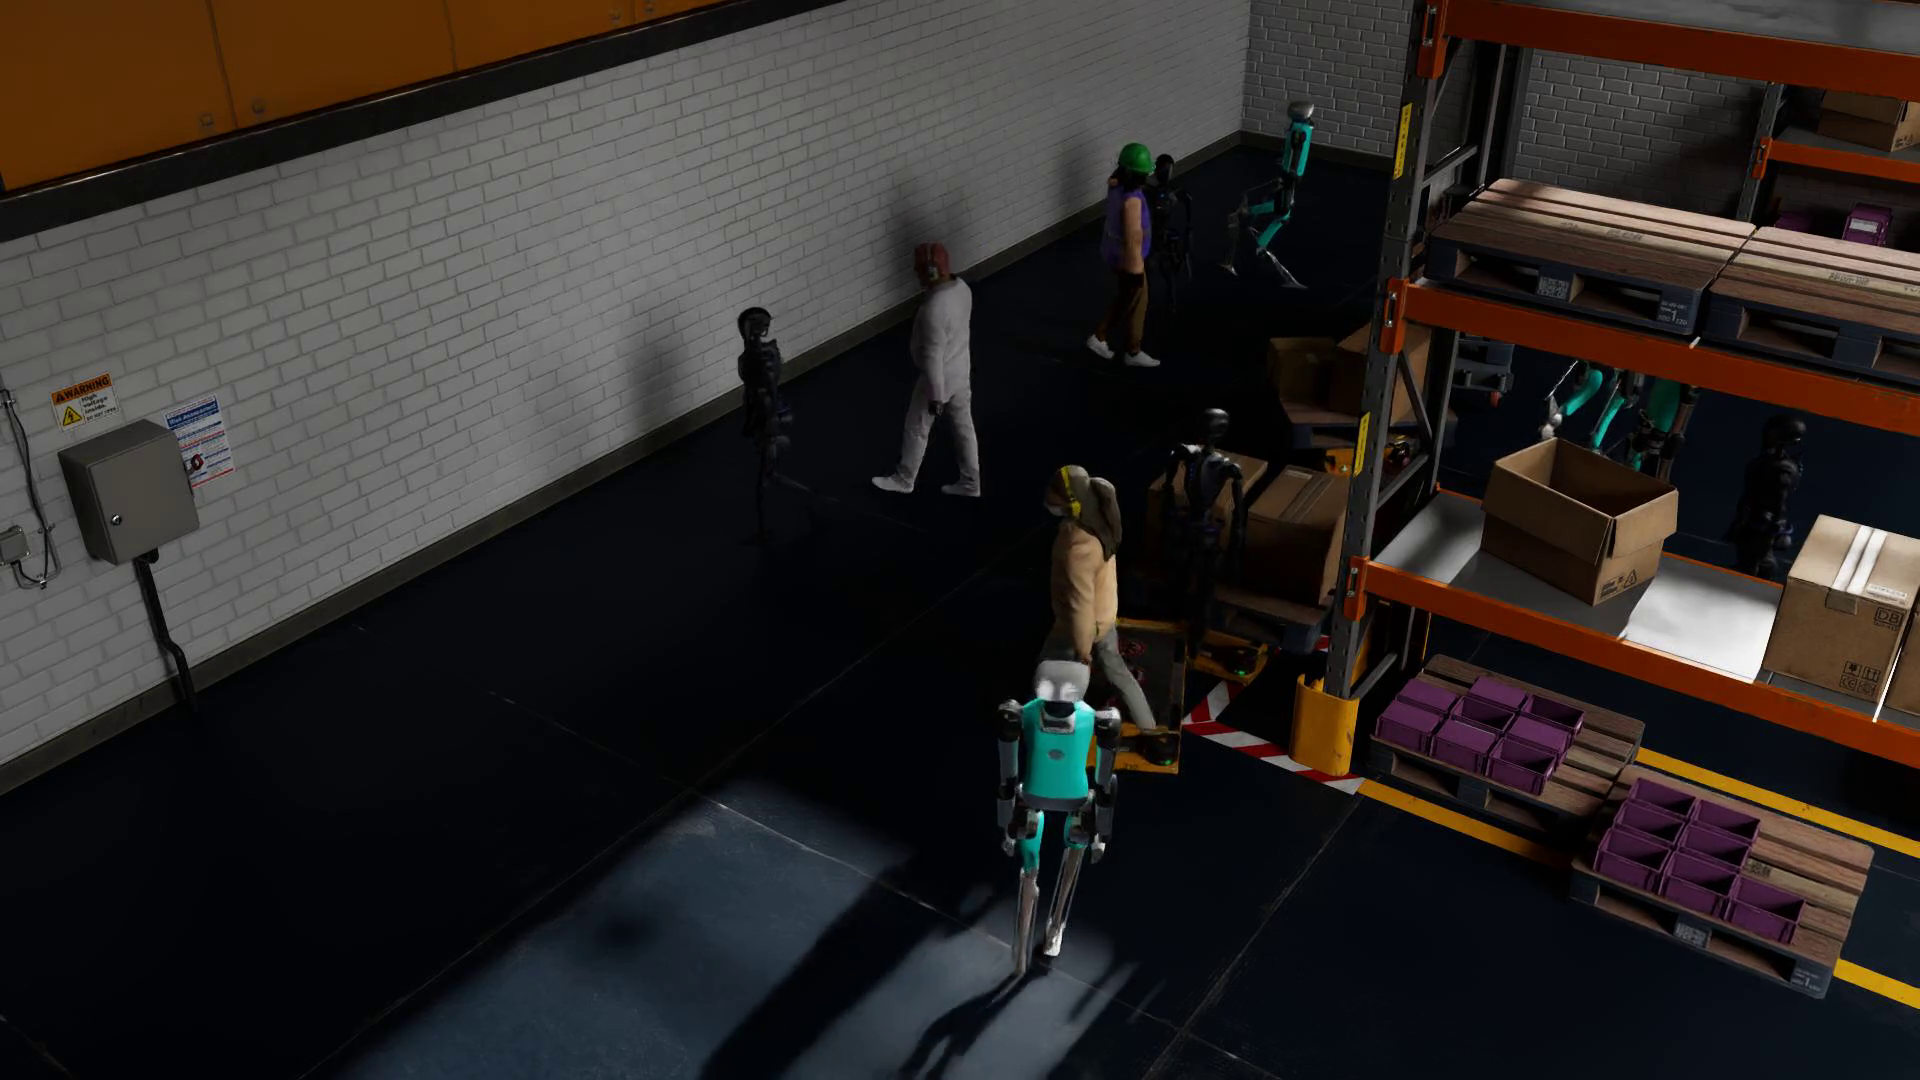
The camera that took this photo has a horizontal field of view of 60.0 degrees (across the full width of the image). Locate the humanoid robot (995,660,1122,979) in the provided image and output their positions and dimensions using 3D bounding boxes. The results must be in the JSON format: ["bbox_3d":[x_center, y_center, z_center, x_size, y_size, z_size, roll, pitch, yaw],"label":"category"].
[{"bbox_3d":[0.436,1.201,7.507,0.534,1.803,0.760,3,30,5],"label":"humanoid robot"}]

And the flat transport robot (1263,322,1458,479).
[{"bbox_3d":[2.945,-0.844,12.503,0.659,0.231,1.431,-1,30,-1],"label":"flat transport robot"}]

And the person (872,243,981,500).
[{"bbox_3d":[-0.221,-1.144,11.417,0.848,1.870,0.663,12,32,20],"label":"person"}]

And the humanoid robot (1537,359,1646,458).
[{"bbox_3d":[4.322,-1.073,11.432,0.953,1.717,0.582,-22,36,-33],"label":"humanoid robot"}]

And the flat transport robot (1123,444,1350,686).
[{"bbox_3d":[1.758,0.403,10.340,0.659,0.231,1.431,16,34,26],"label":"flat transport robot"}]

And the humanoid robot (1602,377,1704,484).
[{"bbox_3d":[4.118,-0.488,10.344,0.693,1.723,0.530,2,30,3],"label":"humanoid robot"}]

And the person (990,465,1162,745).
[{"bbox_3d":[0.681,0.395,8.797,0.978,1.829,0.567,11,32,18],"label":"person"}]

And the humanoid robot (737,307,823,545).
[{"bbox_3d":[-1.206,-0.772,10.990,0.639,1.637,0.589,-13,33,-22],"label":"humanoid robot"}]

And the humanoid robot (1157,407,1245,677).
[{"bbox_3d":[1.372,0.005,9.622,0.608,1.644,0.376,25,38,36],"label":"humanoid robot"}]

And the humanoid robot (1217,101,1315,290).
[{"bbox_3d":[2.695,-3.084,14.986,1.022,1.784,0.541,8,31,13],"label":"humanoid robot"}]

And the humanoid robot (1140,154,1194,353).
[{"bbox_3d":[1.639,-2.355,13.711,0.589,1.655,0.362,4,30,6],"label":"humanoid robot"}]

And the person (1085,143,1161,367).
[{"bbox_3d":[1.343,-2.282,13.369,0.607,1.899,0.592,-2,30,-4],"label":"person"}]

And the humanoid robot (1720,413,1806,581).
[{"bbox_3d":[4.608,-0.006,9.661,0.612,1.634,0.587,5,30,8],"label":"humanoid robot"}]

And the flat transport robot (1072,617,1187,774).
[{"bbox_3d":[0.963,0.830,9.599,0.659,0.231,1.431,4,30,8],"label":"flat transport robot"}]
